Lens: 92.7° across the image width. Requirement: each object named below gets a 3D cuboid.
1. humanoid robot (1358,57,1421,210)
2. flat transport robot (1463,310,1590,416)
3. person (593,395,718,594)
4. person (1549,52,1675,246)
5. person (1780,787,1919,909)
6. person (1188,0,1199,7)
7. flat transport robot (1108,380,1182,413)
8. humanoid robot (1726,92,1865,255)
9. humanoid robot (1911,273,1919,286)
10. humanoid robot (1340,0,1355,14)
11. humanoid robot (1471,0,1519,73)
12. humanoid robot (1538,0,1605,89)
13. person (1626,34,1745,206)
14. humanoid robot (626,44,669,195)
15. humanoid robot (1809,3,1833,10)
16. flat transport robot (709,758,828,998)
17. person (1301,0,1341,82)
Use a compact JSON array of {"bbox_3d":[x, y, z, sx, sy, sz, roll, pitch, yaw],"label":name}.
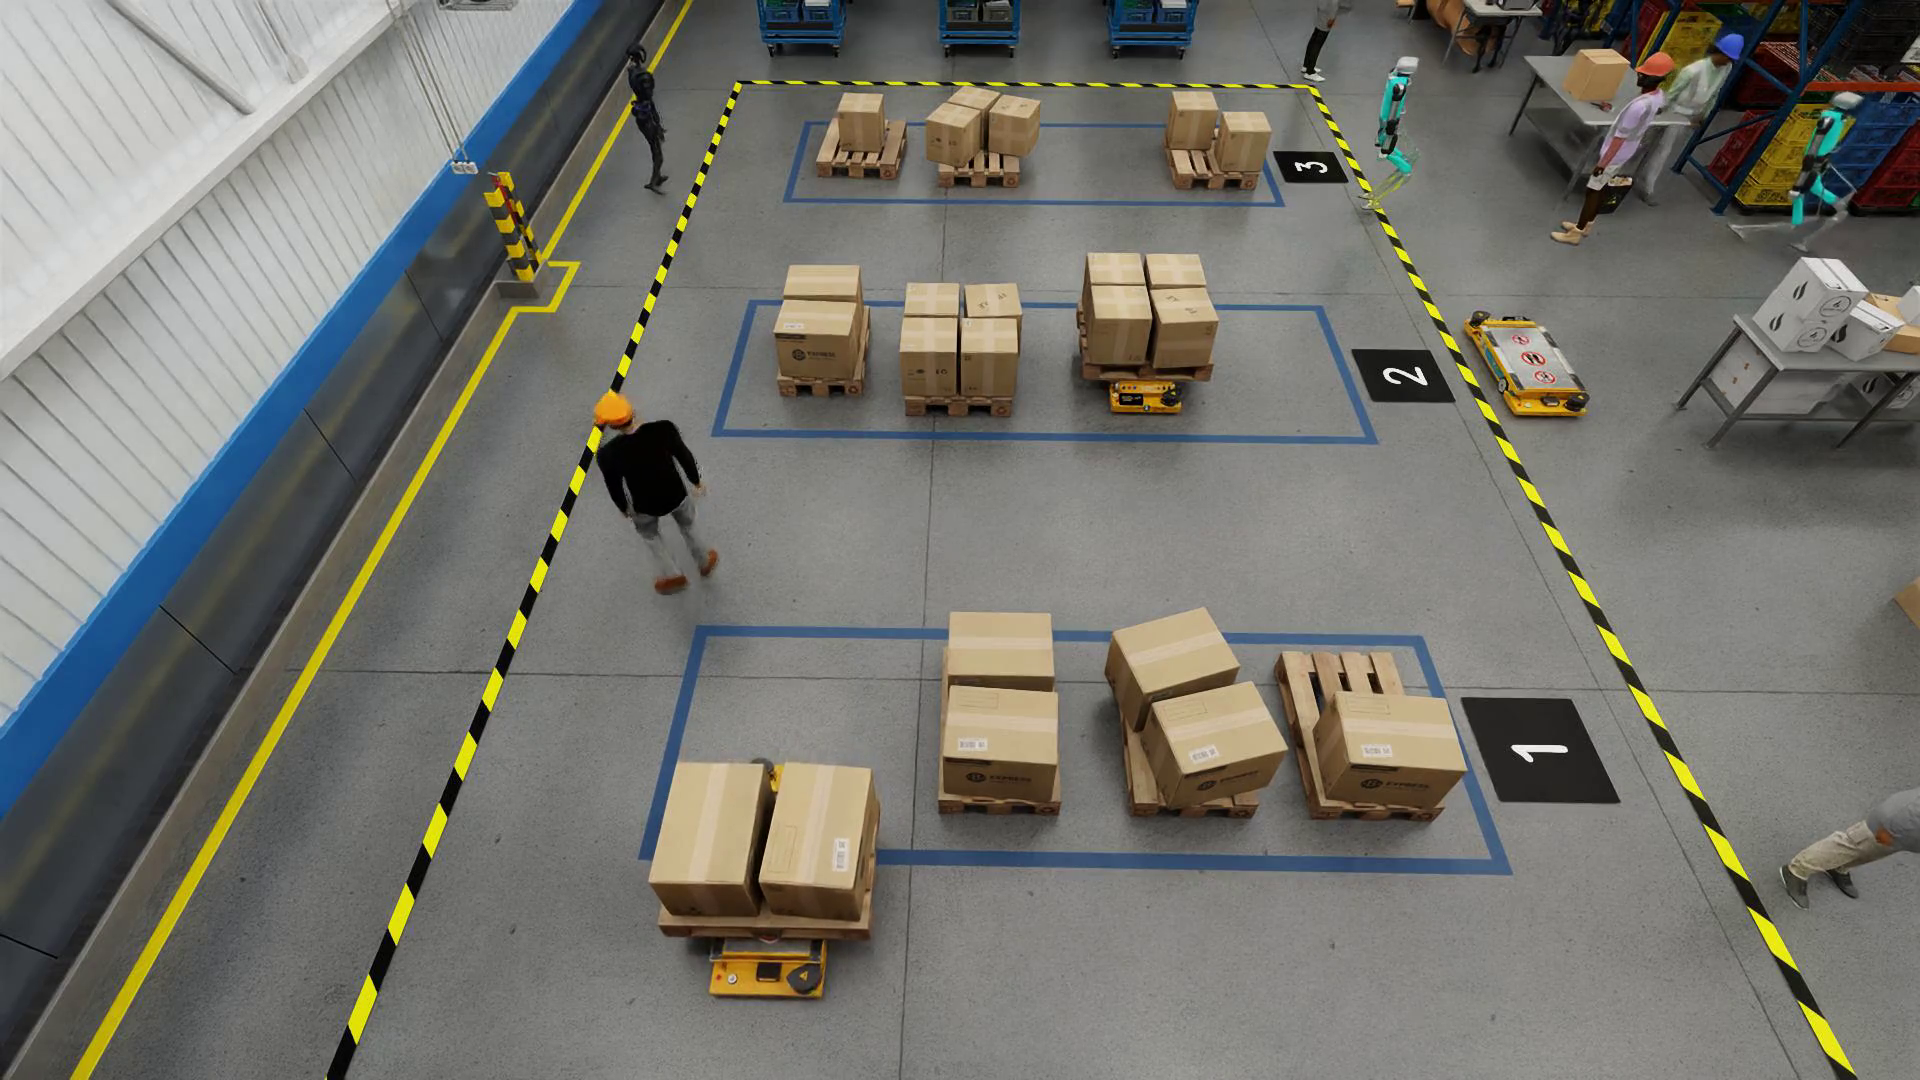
[{"bbox_3d":[5.037,-4.591,10.450,0.735,1.672,0.533,9,50,8],"label":"humanoid robot"},{"bbox_3d":[5.573,-1.757,9.054,0.659,0.231,1.431,1,49,1],"label":"flat transport robot"},{"bbox_3d":[-2.223,-0.322,6.771,0.647,1.855,0.382,-23,53,-19],"label":"person"},{"bbox_3d":[7.150,-4.254,10.049,0.603,2.034,0.393,-36,58,-27],"label":"person"},{"bbox_3d":[5.427,1.585,5.170,0.561,1.766,0.400,-6,49,-5],"label":"person"},{"bbox_3d":[3.832,-9.649,14.764,0.609,1.964,0.364,-26,54,-21],"label":"person"},{"bbox_3d":[1.773,-1.807,9.079,0.652,0.197,1.431,1,49,1],"label":"flat transport robot"},{"bbox_3d":[9.356,-3.844,9.921,0.537,1.728,1.105,-31,56,-24],"label":"humanoid robot"},{"bbox_3d":[10.567,-3.350,9.397,0.531,1.693,0.726,4,49,4],"label":"humanoid robot"},{"bbox_3d":[6.442,-9.485,14.769,0.668,1.802,0.532,-1,49,-1],"label":"humanoid robot"},{"bbox_3d":[7.867,-7.723,13.301,0.610,1.638,0.598,30,55,23],"label":"humanoid robot"},{"bbox_3d":[8.613,-7.249,12.888,0.585,1.641,0.628,1,49,1],"label":"humanoid robot"},{"bbox_3d":[8.444,-5.050,10.832,0.640,1.902,0.918,-12,50,-10],"label":"person"},{"bbox_3d":[-3.779,-5.013,10.944,0.466,1.648,0.603,-25,53,-20],"label":"humanoid robot"},{"bbox_3d":[12.727,-8.135,13.636,0.315,1.653,0.599,-25,54,-20],"label":"humanoid robot"},{"bbox_3d":[-1.115,2.061,5.731,0.652,0.197,1.431,1,49,1],"label":"flat transport robot"},{"bbox_3d":[5.253,-7.539,13.011,0.365,1.852,0.590,5,49,4],"label":"person"}]
